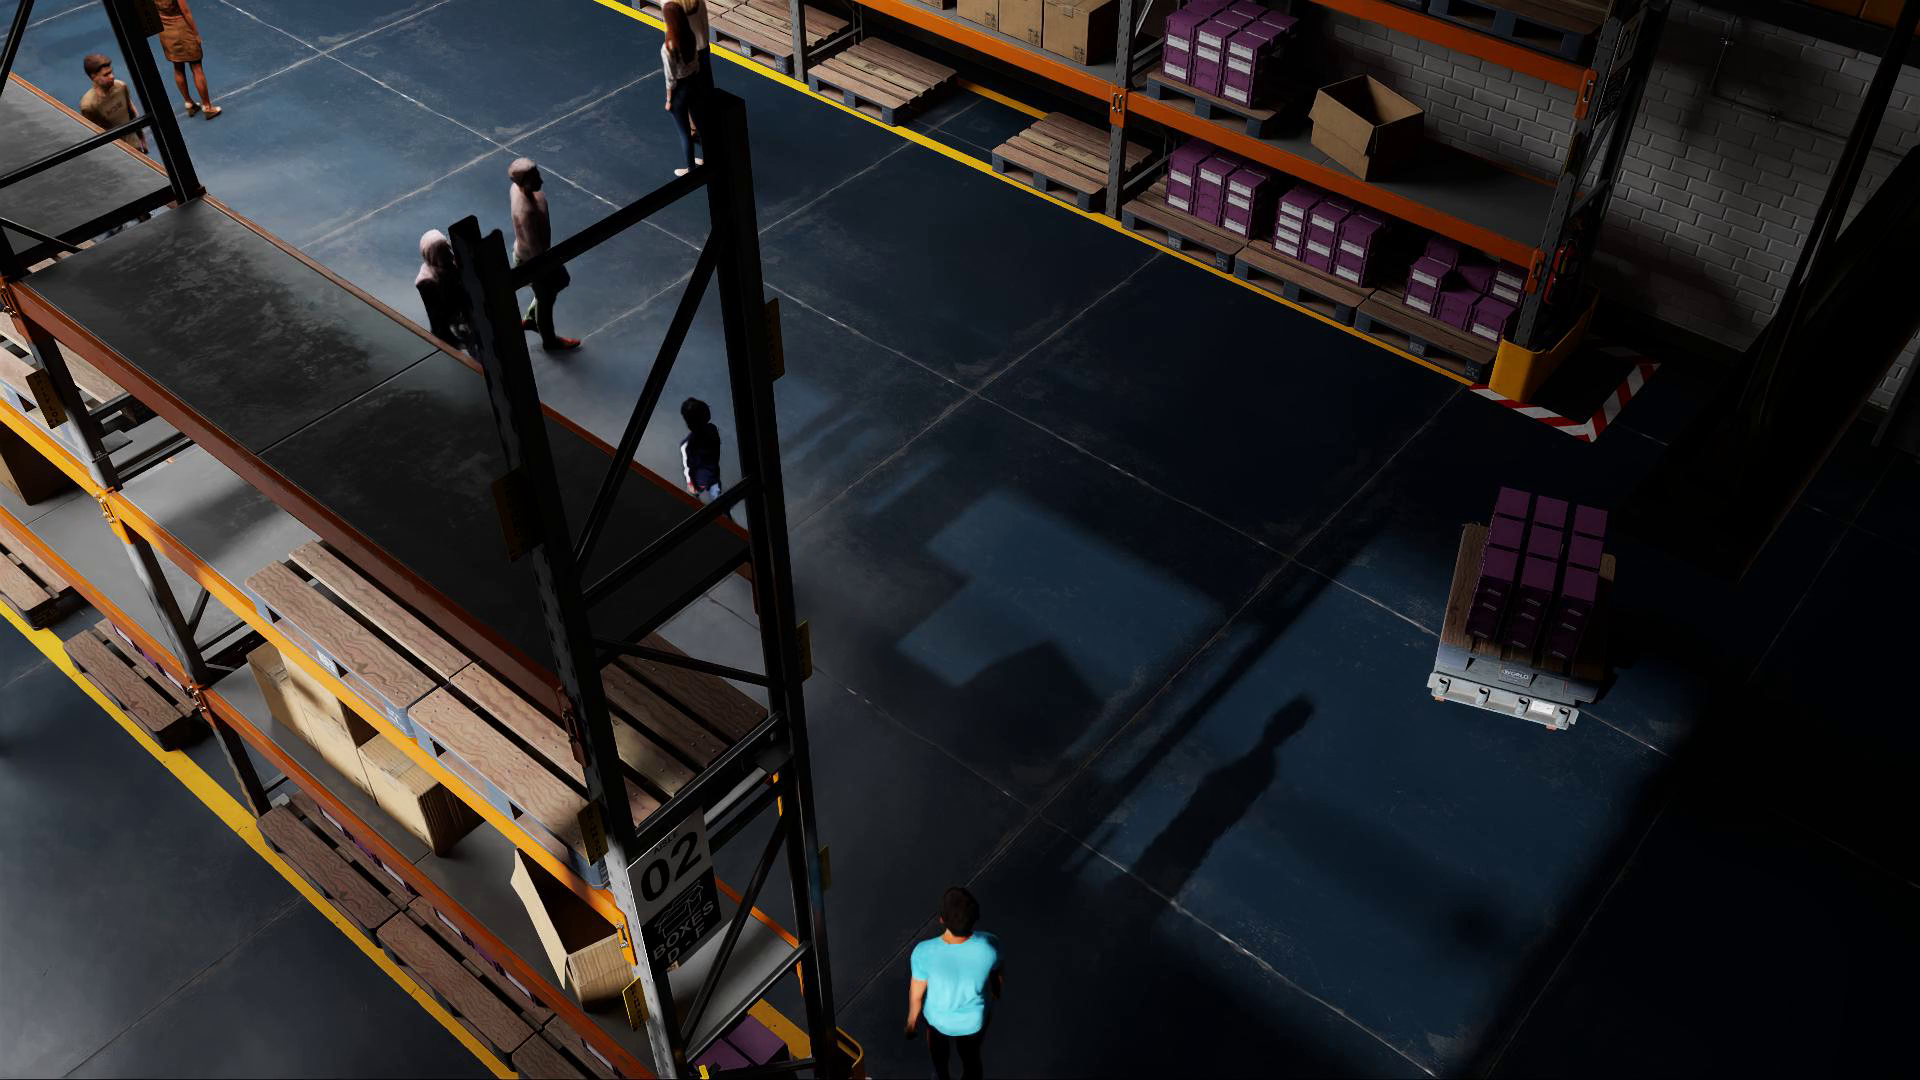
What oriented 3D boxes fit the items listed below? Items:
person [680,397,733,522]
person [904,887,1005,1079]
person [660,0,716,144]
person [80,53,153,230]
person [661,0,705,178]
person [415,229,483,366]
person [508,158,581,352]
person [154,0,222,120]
[{"bbox_3d":[-1.800,-0.470,11.895,0.831,1.189,0.563,34,53,30],"label":"person"},{"bbox_3d":[-0.002,2.462,8.407,0.807,1.756,0.855,-5,44,-5],"label":"person"},{"bbox_3d":[-2.564,-4.638,15.786,0.678,1.858,0.636,-22,48,-22],"label":"person"},{"bbox_3d":[-7.378,-3.383,14.497,1.177,1.820,0.954,16,46,16],"label":"person"},{"bbox_3d":[-2.538,-4.153,15.373,0.499,1.726,0.575,28,50,27],"label":"person"},{"bbox_3d":[-3.815,-1.629,12.826,0.710,1.584,1.131,-34,53,-31],"label":"person"},{"bbox_3d":[-3.471,-2.240,13.275,0.936,1.851,0.864,-10,44,-10],"label":"person"},{"bbox_3d":[-7.621,-4.921,16.207,0.580,1.686,0.692,10,44,10],"label":"person"}]
